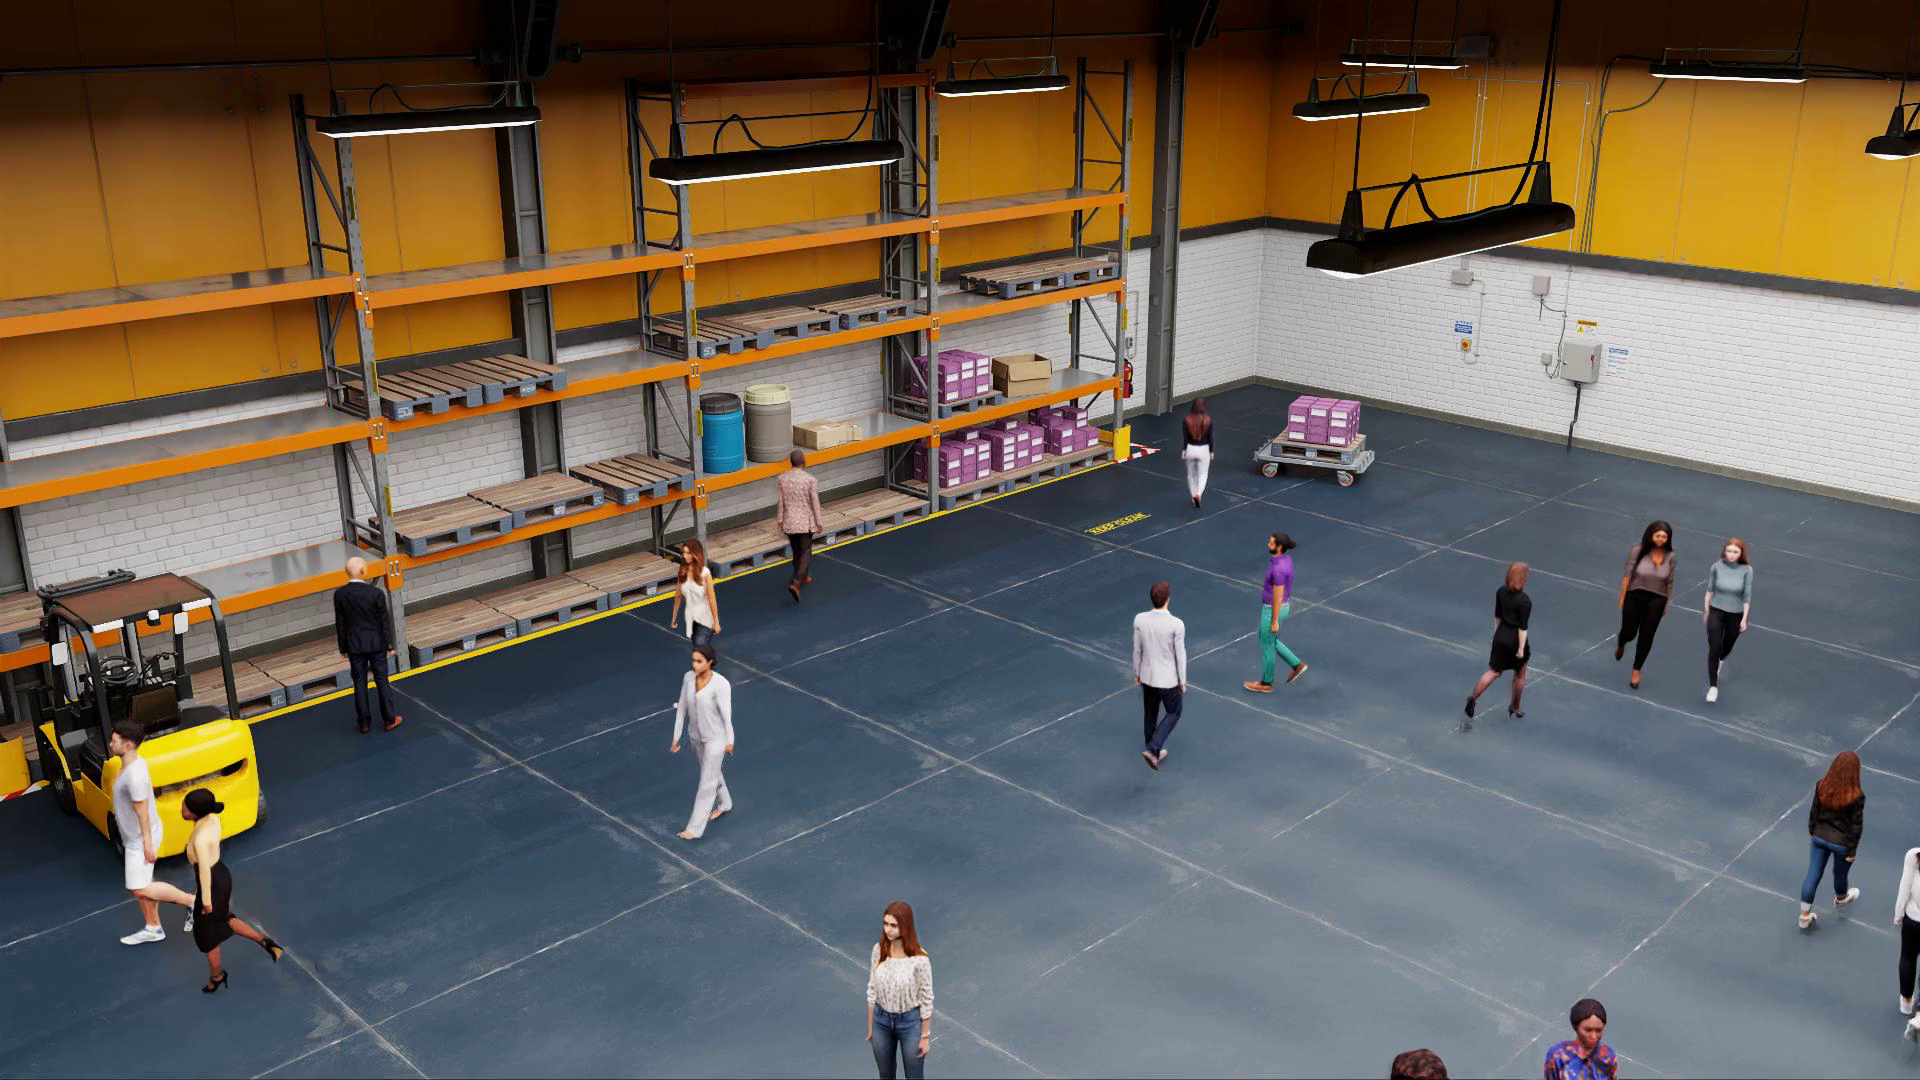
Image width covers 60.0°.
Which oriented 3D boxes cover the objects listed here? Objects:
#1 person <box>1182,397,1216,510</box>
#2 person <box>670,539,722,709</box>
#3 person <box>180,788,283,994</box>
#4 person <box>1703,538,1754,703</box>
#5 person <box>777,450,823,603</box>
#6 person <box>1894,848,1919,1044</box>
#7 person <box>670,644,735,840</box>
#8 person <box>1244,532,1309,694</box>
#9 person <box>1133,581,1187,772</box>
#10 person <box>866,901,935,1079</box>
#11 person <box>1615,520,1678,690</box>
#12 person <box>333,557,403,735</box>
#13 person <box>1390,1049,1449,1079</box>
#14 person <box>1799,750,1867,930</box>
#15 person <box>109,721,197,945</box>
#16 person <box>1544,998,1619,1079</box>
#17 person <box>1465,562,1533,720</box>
[{"bbox_3d":[3.306,-1.184,23.215,0.893,1.591,1.034,4,19,12],"label":"person"},{"bbox_3d":[-2.599,0.822,17.001,0.752,1.755,1.048,12,22,32],"label":"person"},{"bbox_3d":[-5.348,2.541,12.083,0.931,1.637,0.838,-3,19,-8],"label":"person"},{"bbox_3d":[7.901,0.789,17.159,0.784,1.717,1.105,12,22,31],"label":"person"},{"bbox_3d":[-1.953,-0.172,19.885,1.019,1.799,1.237,7,20,19],"label":"person"},{"bbox_3d":[6.733,2.692,11.569,0.754,1.678,1.077,12,22,31],"label":"person"},{"bbox_3d":[-2.146,1.691,14.513,0.802,1.696,1.143,12,22,31],"label":"person"},{"bbox_3d":[3.345,0.755,17.193,0.928,1.760,0.932,5,19,15],"label":"person"},{"bbox_3d":[1.822,1.299,15.450,0.791,1.842,0.934,12,22,31],"label":"person"},{"bbox_3d":[-0.377,3.043,10.449,0.645,1.729,0.616,8,20,22],"label":"person"},{"bbox_3d":[7.166,0.637,17.446,0.900,1.822,0.993,5,19,15],"label":"person"},{"bbox_3d":[-5.827,1.031,16.314,0.737,1.797,0.822,-2,19,-6],"label":"person"},{"bbox_3d":[2.396,3.505,8.984,0.674,1.787,0.707,5,19,13],"label":"person"},{"bbox_3d":[6.756,2.356,12.939,0.977,1.440,0.648,-15,23,-37],"label":"person"},{"bbox_3d":[-6.156,2.230,12.686,1.003,1.842,0.853,-9,21,-25],"label":"person"},{"bbox_3d":[3.453,3.367,9.522,1.096,1.705,1.188,1,19,3],"label":"person"},{"bbox_3d":[5.366,1.049,16.443,1.087,1.682,0.785,-10,21,-27],"label":"person"}]
